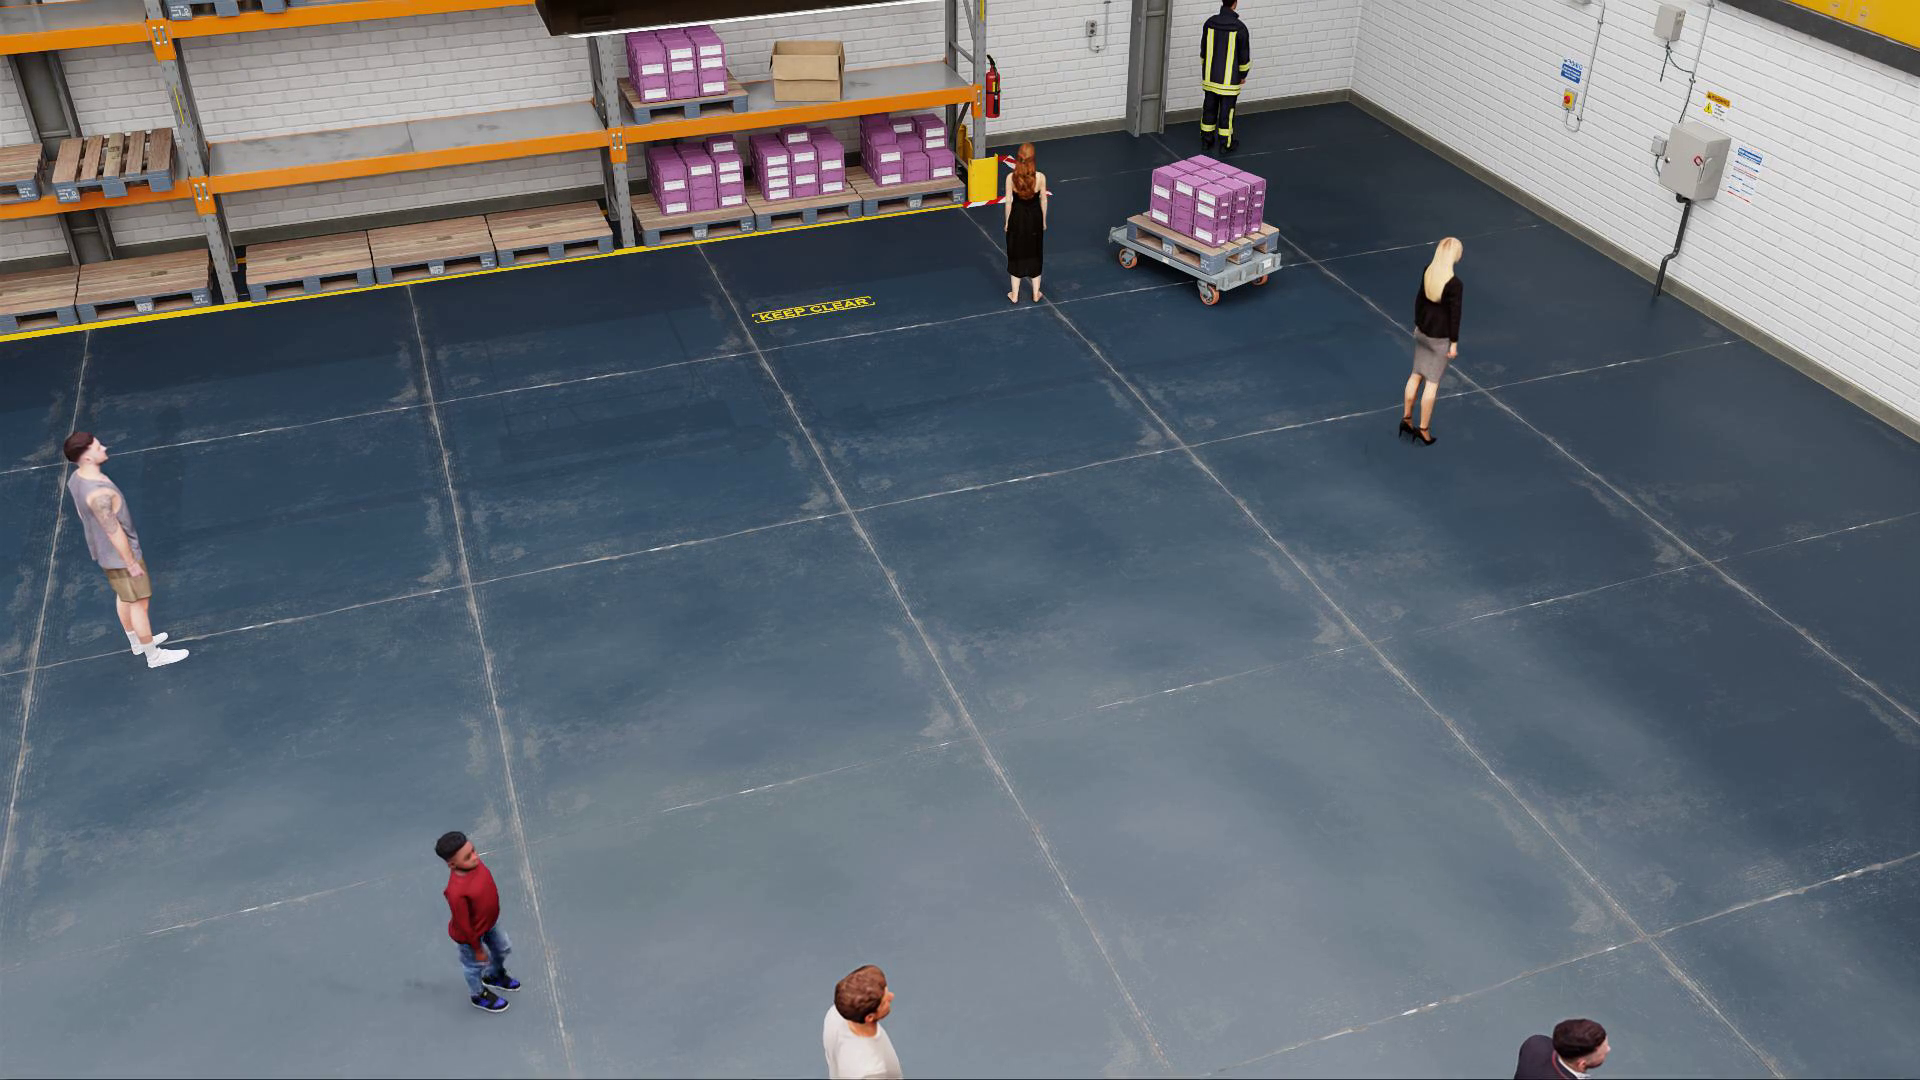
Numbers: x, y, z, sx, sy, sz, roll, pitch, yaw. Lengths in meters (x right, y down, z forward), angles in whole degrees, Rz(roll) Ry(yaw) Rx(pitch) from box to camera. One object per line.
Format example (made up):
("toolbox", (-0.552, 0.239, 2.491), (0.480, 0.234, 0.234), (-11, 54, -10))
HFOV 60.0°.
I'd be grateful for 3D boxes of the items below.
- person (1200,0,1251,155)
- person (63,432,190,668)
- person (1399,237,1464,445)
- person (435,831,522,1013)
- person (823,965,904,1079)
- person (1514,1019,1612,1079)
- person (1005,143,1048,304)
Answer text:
("person", (3.114, -5.558, 19.682), (0.887, 1.928, 0.910), (19, 38, 27))
("person", (-5.754, 0.066, 11.358), (0.719, 1.847, 0.731), (27, 42, 35))
("person", (3.947, -1.658, 13.892), (0.605, 1.841, 0.656), (-19, 38, -26))
("person", (-2.644, 2.039, 8.868), (0.614, 1.247, 0.581), (6, 34, 10))
("person", (-0.413, 2.602, 7.426), (0.602, 1.905, 0.672), (-15, 36, -21))
("person", (2.536, 2.728, 7.291), (0.637, 1.845, 0.704), (-4, 34, -6))
("person", (0.637, -3.091, 16.244), (0.592, 1.625, 0.688), (-2, 34, -3))
